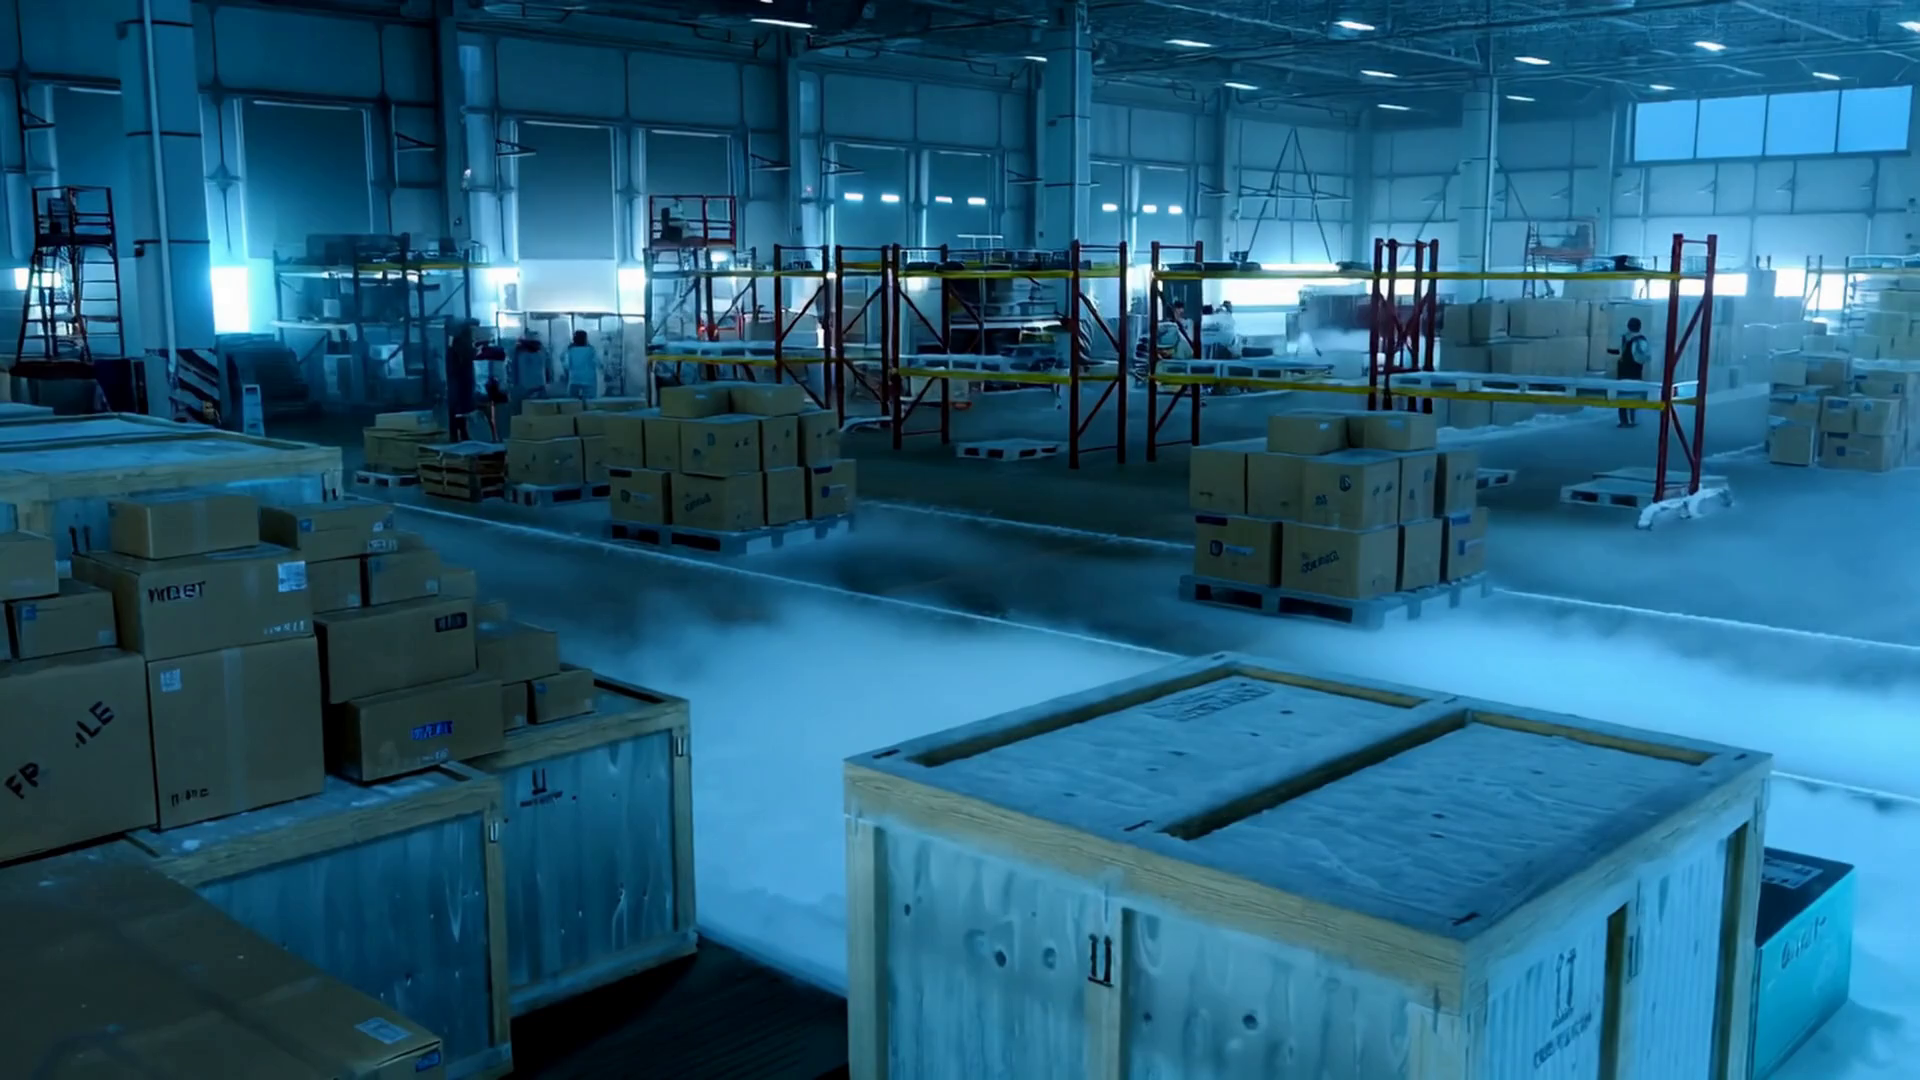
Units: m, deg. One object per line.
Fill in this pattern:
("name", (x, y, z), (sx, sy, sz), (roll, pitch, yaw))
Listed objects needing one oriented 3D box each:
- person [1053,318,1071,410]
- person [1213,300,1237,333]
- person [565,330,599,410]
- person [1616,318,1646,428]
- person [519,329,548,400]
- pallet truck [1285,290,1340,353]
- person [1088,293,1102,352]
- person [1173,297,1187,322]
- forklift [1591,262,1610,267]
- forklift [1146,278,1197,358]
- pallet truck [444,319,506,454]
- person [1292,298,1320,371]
("person", (1.986, -3.317, 31.382), (0.485, 1.736, 0.322), (0, 9, 1))
("person", (6.329, -4.705, 39.363), (0.650, 1.906, 0.801), (-3, 10, -20))
("person", (-6.008, -2.498, 26.473), (0.540, 1.697, 0.318), (-2, 9, -11))
("person", (11.216, -2.782, 27.777), (0.325, 1.841, 0.516), (-6, 11, -33))
("person", (-6.375, -2.305, 25.151), (0.837, 1.730, 0.553), (7, 12, 37))
("pallet truck", (11.297, -6.951, 52.861), (1.885, 1.965, 0.823), (-5, 11, -29))
("person", (4.159, -6.653, 51.265), (0.543, 1.928, 0.392), (-4, 10, -25))
("person", (6.135, -5.858, 46.551), (0.340, 1.876, 0.571), (8, 12, 40))
("forklift", (17.448, -6.206, 45.597), (1.873, 2.768, 1.129), (3, 10, 17))
("forklift", (6.364, -6.425, 46.939), (1.873, 2.768, 1.129), (9, 13, 43))
("pallet truck", (-6.981, -1.942, 22.150), (1.885, 1.965, 0.823), (1, 9, 9))
("person", (8.896, -5.310, 43.134), (1.033, 1.882, 0.633), (-1, 9, -3))
